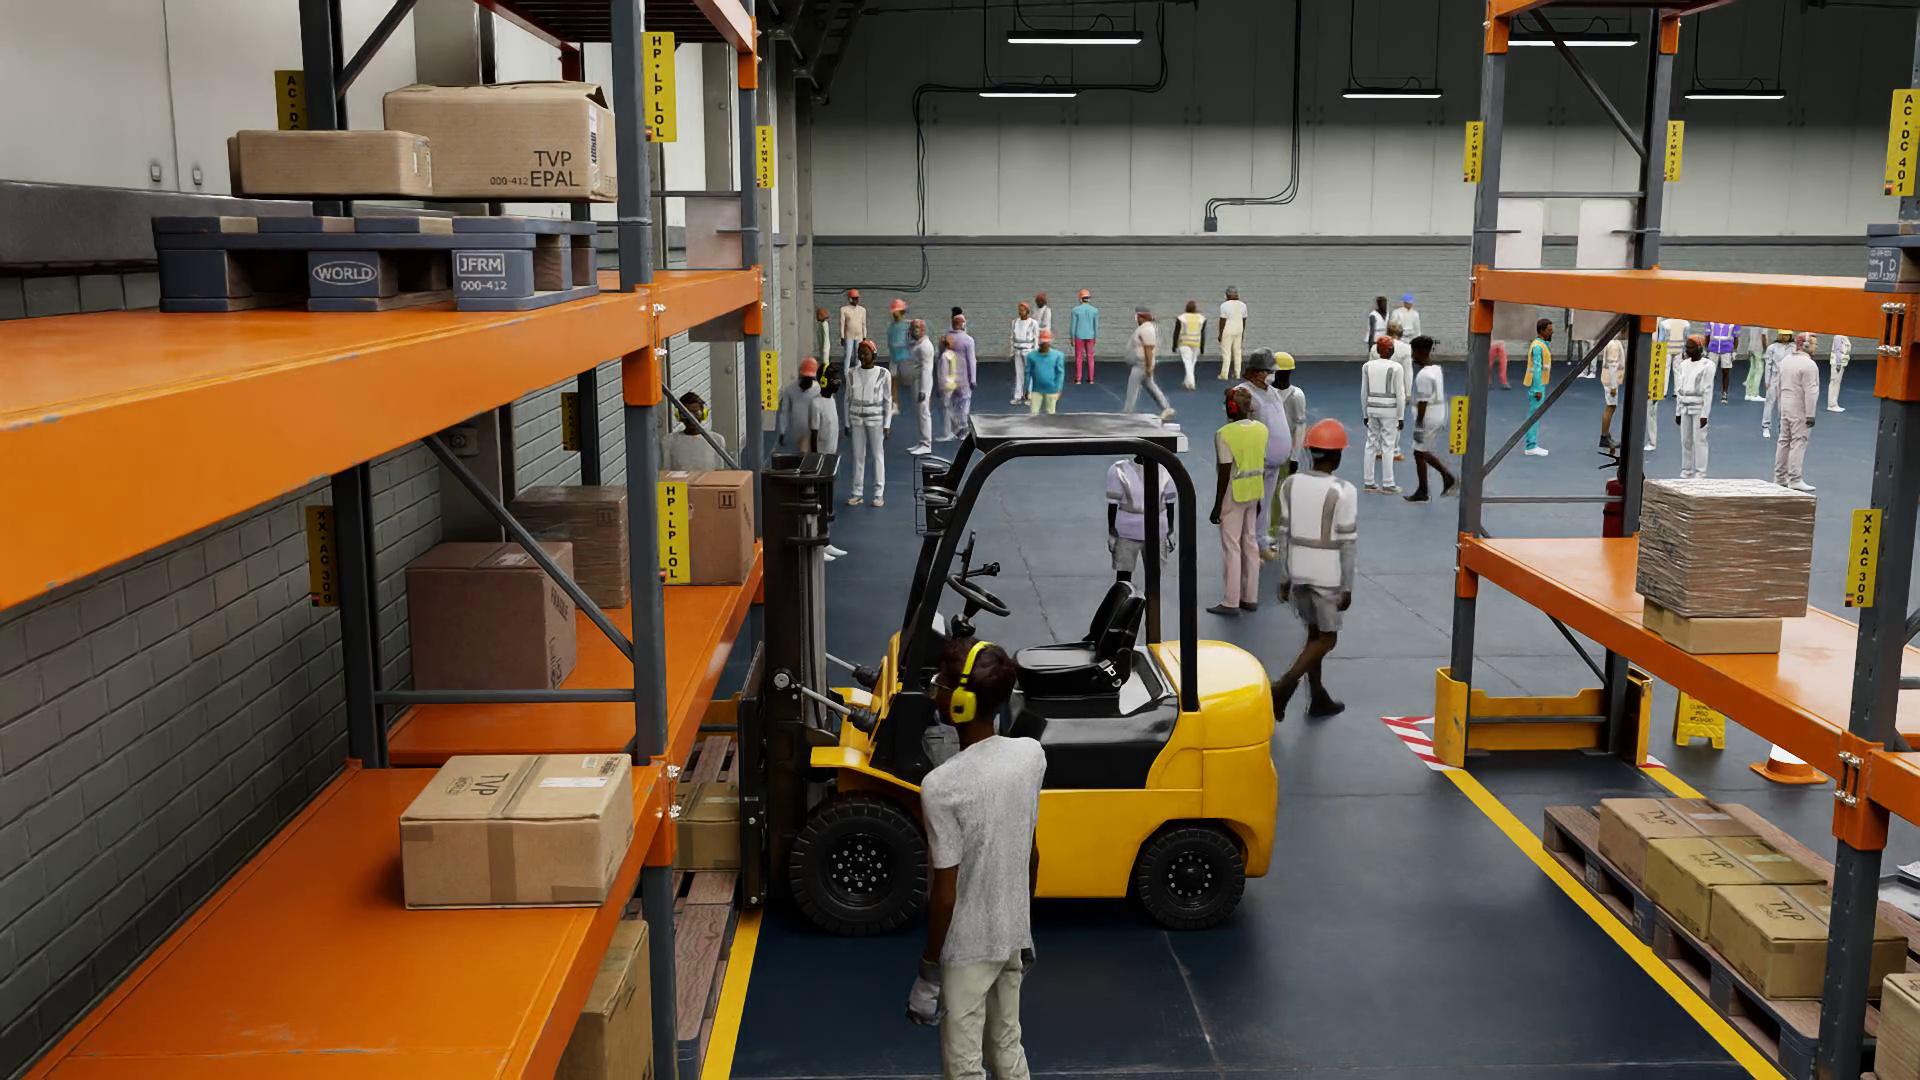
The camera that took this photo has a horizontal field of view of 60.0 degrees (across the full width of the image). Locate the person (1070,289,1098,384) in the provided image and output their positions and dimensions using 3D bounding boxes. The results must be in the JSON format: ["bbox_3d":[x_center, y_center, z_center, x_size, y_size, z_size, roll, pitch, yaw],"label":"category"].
[{"bbox_3d":[2.616,-4.281,35.081,0.608,1.987,0.403,-3,11,-18],"label":"person"}]

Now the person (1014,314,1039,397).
[{"bbox_3d":[1.310,-3.458,31.495,0.403,1.613,0.536,1,10,8],"label":"person"}]

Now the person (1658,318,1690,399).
[{"bbox_3d":[13.516,-3.582,31.594,0.602,1.830,0.404,-1,10,-3],"label":"person"}]

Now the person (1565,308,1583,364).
[{"bbox_3d":[15.032,-5.229,40.527,0.587,1.920,0.390,6,12,28],"label":"person"}]

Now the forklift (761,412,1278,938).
[{"bbox_3d":[0.291,0.548,7.580,2.313,2.155,1.214,0,10,-2],"label":"forklift"}]

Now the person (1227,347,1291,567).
[{"bbox_3d":[2.789,-0.777,15.389,0.536,2.000,0.677,8,13,38],"label":"person"}]

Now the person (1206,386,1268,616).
[{"bbox_3d":[2.240,-0.310,13.334,0.570,1.842,0.377,-9,14,-41],"label":"person"}]

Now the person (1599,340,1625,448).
[{"bbox_3d":[9.531,-2.298,24.187,0.393,1.927,0.550,4,11,22],"label":"person"}]

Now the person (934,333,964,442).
[{"bbox_3d":[-0.209,-2.267,24.831,0.375,1.627,0.523,3,10,14],"label":"person"}]

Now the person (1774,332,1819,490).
[{"bbox_3d":[10.159,-1.558,20.118,0.403,1.904,0.651,-1,10,-5],"label":"person"}]

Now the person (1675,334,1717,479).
[{"bbox_3d":[8.904,-1.552,20.184,0.352,1.879,0.567,-3,11,-16],"label":"person"}]

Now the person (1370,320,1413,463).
[{"bbox_3d":[5.844,-2.014,22.595,0.374,1.931,0.642,-10,14,-44],"label":"person"}]

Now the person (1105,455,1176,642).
[{"bbox_3d":[1.331,-0.036,12.218,0.539,1.695,0.319,-1,10,-7],"label":"person"}]

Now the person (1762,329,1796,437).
[{"bbox_3d":[12.558,-2.431,25.431,0.492,1.743,0.295,0,10,3],"label":"person"}]

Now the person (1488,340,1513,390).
[{"bbox_3d":[10.862,-3.874,33.487,0.537,1.735,0.777,-3,11,-16],"label":"person"}]

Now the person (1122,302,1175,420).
[{"bbox_3d":[3.096,-2.977,27.643,1.003,2.000,0.686,1,10,5],"label":"person"}]

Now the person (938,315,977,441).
[{"bbox_3d":[-0.015,-2.439,25.055,0.648,1.900,0.400,8,13,38],"label":"person"}]

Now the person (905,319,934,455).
[{"bbox_3d":[-0.579,-2.156,23.455,0.402,1.905,0.689,-1,10,-8],"label":"person"}]

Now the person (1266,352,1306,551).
[{"bbox_3d":[3.119,-0.864,16.189,0.366,1.926,0.594,-4,11,-21],"label":"person"}]

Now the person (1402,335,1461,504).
[{"bbox_3d":[5.350,-1.357,18.892,0.574,1.939,0.632,6,12,29],"label":"person"}]

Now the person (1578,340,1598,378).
[{"bbox_3d":[13.836,-4.434,36.591,0.295,1.743,0.493,-4,11,-22],"label":"person"}]

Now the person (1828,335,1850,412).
[{"bbox_3d":[15.539,-3.089,29.387,0.310,1.640,0.514,7,12,34],"label":"person"}]

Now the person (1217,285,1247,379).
[{"bbox_3d":[5.887,-4.533,36.312,0.694,2.000,0.536,-5,11,-28],"label":"person"}]

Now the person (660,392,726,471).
[{"bbox_3d":[-2.012,-0.198,12.636,0.514,1.872,0.332,-3,11,-14],"label":"person"}]

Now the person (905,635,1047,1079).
[{"bbox_3d":[0.039,1.194,4.873,0.328,1.876,0.514,8,13,38],"label":"person"}]

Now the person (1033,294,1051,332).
[{"bbox_3d":[1.768,-4.482,36.549,0.660,1.849,0.617,-8,13,-39],"label":"person"}]

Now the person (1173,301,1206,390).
[{"bbox_3d":[4.665,-3.954,33.797,0.628,1.801,0.982,-2,10,-12],"label":"person"}]

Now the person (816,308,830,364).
[{"bbox_3d":[-2.791,-3.904,33.943,0.284,1.633,0.498,-2,10,-10],"label":"person"}]

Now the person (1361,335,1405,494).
[{"bbox_3d":[5.035,-1.487,19.780,0.356,1.885,0.574,-9,14,-41],"label":"person"}]

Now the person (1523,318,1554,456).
[{"bbox_3d":[8.131,-2.153,23.393,0.388,1.919,0.594,4,11,21],"label":"person"}]

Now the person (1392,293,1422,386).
[{"bbox_3d":[9.257,-4.161,34.523,0.631,1.929,0.432,-3,11,-18],"label":"person"}]

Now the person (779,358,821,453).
[{"bbox_3d":[-1.741,-1.247,18.981,0.578,1.693,0.889,4,11,22],"label":"person"}]

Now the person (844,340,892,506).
[{"bbox_3d":[-1.051,-1.318,18.847,0.573,1.883,0.356,3,11,17],"label":"person"}]

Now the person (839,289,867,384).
[{"bbox_3d":[-2.239,-4.263,34.928,0.622,1.996,0.370,-6,12,-29],"label":"person"}]

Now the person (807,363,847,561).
[{"bbox_3d":[-1.268,-0.735,15.668,0.327,1.861,0.510,3,11,16],"label":"person"}]

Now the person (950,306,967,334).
[{"bbox_3d":[-0.041,-3.885,33.693,0.320,1.693,0.573,-5,11,-26],"label":"person"}]

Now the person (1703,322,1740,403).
[{"bbox_3d":[14.175,-3.538,30.989,0.606,1.963,0.367,7,12,33],"label":"person"}]

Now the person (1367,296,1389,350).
[{"bbox_3d":[8.552,-4.040,34.036,0.616,1.878,0.484,-8,13,-39],"label":"person"}]

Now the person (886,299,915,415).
[{"bbox_3d":[-0.976,-3.168,28.795,0.613,2.019,0.766,8,13,38],"label":"person"}]

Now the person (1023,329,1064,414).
[{"bbox_3d":[1.197,-2.168,23.987,0.576,1.734,0.475,0,10,3],"label":"person"}]

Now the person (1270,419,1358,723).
[{"bbox_3d":[2.148,0.214,10.250,0.746,1.916,0.542,-8,13,-39],"label":"person"}]

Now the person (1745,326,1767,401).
[{"bbox_3d":[15.033,-3.543,31.313,0.346,1.860,0.517,-1,10,-6],"label":"person"}]

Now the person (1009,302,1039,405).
[{"bbox_3d":[1.173,-3.416,30.530,0.573,1.883,0.359,7,12,35],"label":"person"}]
